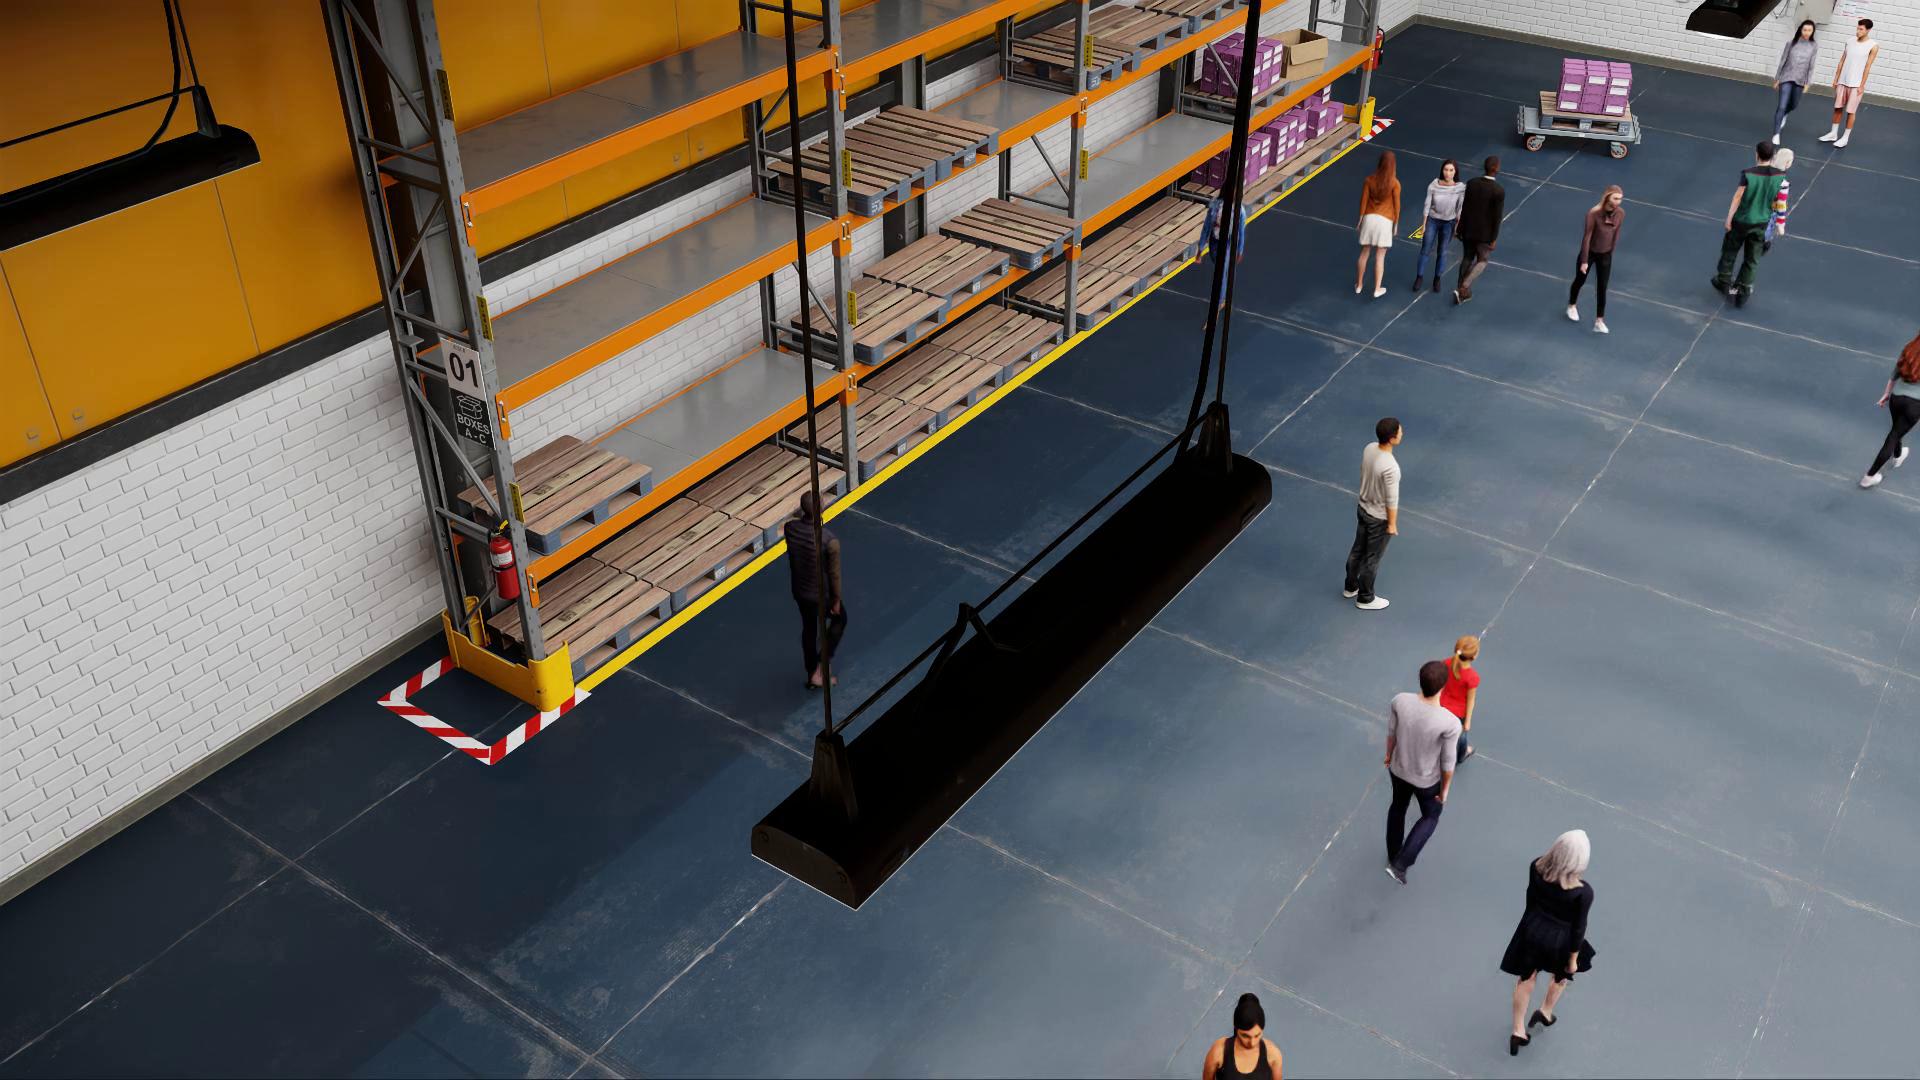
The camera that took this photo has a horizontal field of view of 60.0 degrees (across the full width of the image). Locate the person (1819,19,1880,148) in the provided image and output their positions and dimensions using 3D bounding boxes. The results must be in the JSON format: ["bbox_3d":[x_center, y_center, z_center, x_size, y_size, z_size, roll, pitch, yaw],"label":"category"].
[{"bbox_3d":[12.620,-6.471,23.492,0.737,1.778,0.736,-17,37,-24],"label":"person"}]

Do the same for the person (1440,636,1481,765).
[{"bbox_3d":[3.594,1.281,12.282,0.932,1.278,0.643,-26,42,-34],"label":"person"}]

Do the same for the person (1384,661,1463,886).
[{"bbox_3d":[3.055,1.610,11.289,0.708,1.828,0.840,25,41,32],"label":"person"}]

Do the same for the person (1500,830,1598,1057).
[{"bbox_3d":[3.516,2.474,10.075,0.772,1.735,0.686,-26,42,-34],"label":"person"}]

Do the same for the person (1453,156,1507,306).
[{"bbox_3d":[5.855,-3.472,18.977,0.744,1.783,0.903,28,43,35],"label":"person"}]

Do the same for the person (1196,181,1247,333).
[{"bbox_3d":[2.988,-3.278,18.793,0.646,1.663,1.198,19,38,26],"label":"person"}]

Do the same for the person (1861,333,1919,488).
[{"bbox_3d":[8.889,-1.246,15.691,1.103,1.713,0.841,-21,39,-29],"label":"person"}]

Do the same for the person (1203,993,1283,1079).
[{"bbox_3d":[1.528,3.103,9.233,1.042,1.618,1.108,-5,34,-7],"label":"person"}]

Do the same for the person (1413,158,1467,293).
[{"bbox_3d":[5.604,-3.687,19.436,0.664,1.632,0.636,7,34,11],"label":"person"}]

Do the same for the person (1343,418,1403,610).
[{"bbox_3d":[3.512,-0.236,14.083,0.757,1.812,0.737,-11,35,-16],"label":"person"}]

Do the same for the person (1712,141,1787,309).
[{"bbox_3d":[9.065,-3.585,19.079,1.034,1.858,1.134,4,34,6],"label":"person"}]

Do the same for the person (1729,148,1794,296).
[{"bbox_3d":[9.212,-3.661,19.249,0.821,1.796,0.736,-1,34,-2],"label":"person"}]

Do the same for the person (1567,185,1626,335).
[{"bbox_3d":[7.093,-3.212,18.692,0.989,1.665,1.097,-2,34,-3],"label":"person"}]

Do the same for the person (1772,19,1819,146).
[{"bbox_3d":[11.858,-6.555,23.686,0.852,1.705,1.159,10,35,14],"label":"person"}]

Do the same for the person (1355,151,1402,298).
[{"bbox_3d":[4.851,-3.672,19.337,0.653,1.717,0.602,16,37,22],"label":"person"}]

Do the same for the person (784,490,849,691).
[{"bbox_3d":[-1.184,0.444,13.047,0.715,1.825,0.696,18,38,25],"label":"person"}]
